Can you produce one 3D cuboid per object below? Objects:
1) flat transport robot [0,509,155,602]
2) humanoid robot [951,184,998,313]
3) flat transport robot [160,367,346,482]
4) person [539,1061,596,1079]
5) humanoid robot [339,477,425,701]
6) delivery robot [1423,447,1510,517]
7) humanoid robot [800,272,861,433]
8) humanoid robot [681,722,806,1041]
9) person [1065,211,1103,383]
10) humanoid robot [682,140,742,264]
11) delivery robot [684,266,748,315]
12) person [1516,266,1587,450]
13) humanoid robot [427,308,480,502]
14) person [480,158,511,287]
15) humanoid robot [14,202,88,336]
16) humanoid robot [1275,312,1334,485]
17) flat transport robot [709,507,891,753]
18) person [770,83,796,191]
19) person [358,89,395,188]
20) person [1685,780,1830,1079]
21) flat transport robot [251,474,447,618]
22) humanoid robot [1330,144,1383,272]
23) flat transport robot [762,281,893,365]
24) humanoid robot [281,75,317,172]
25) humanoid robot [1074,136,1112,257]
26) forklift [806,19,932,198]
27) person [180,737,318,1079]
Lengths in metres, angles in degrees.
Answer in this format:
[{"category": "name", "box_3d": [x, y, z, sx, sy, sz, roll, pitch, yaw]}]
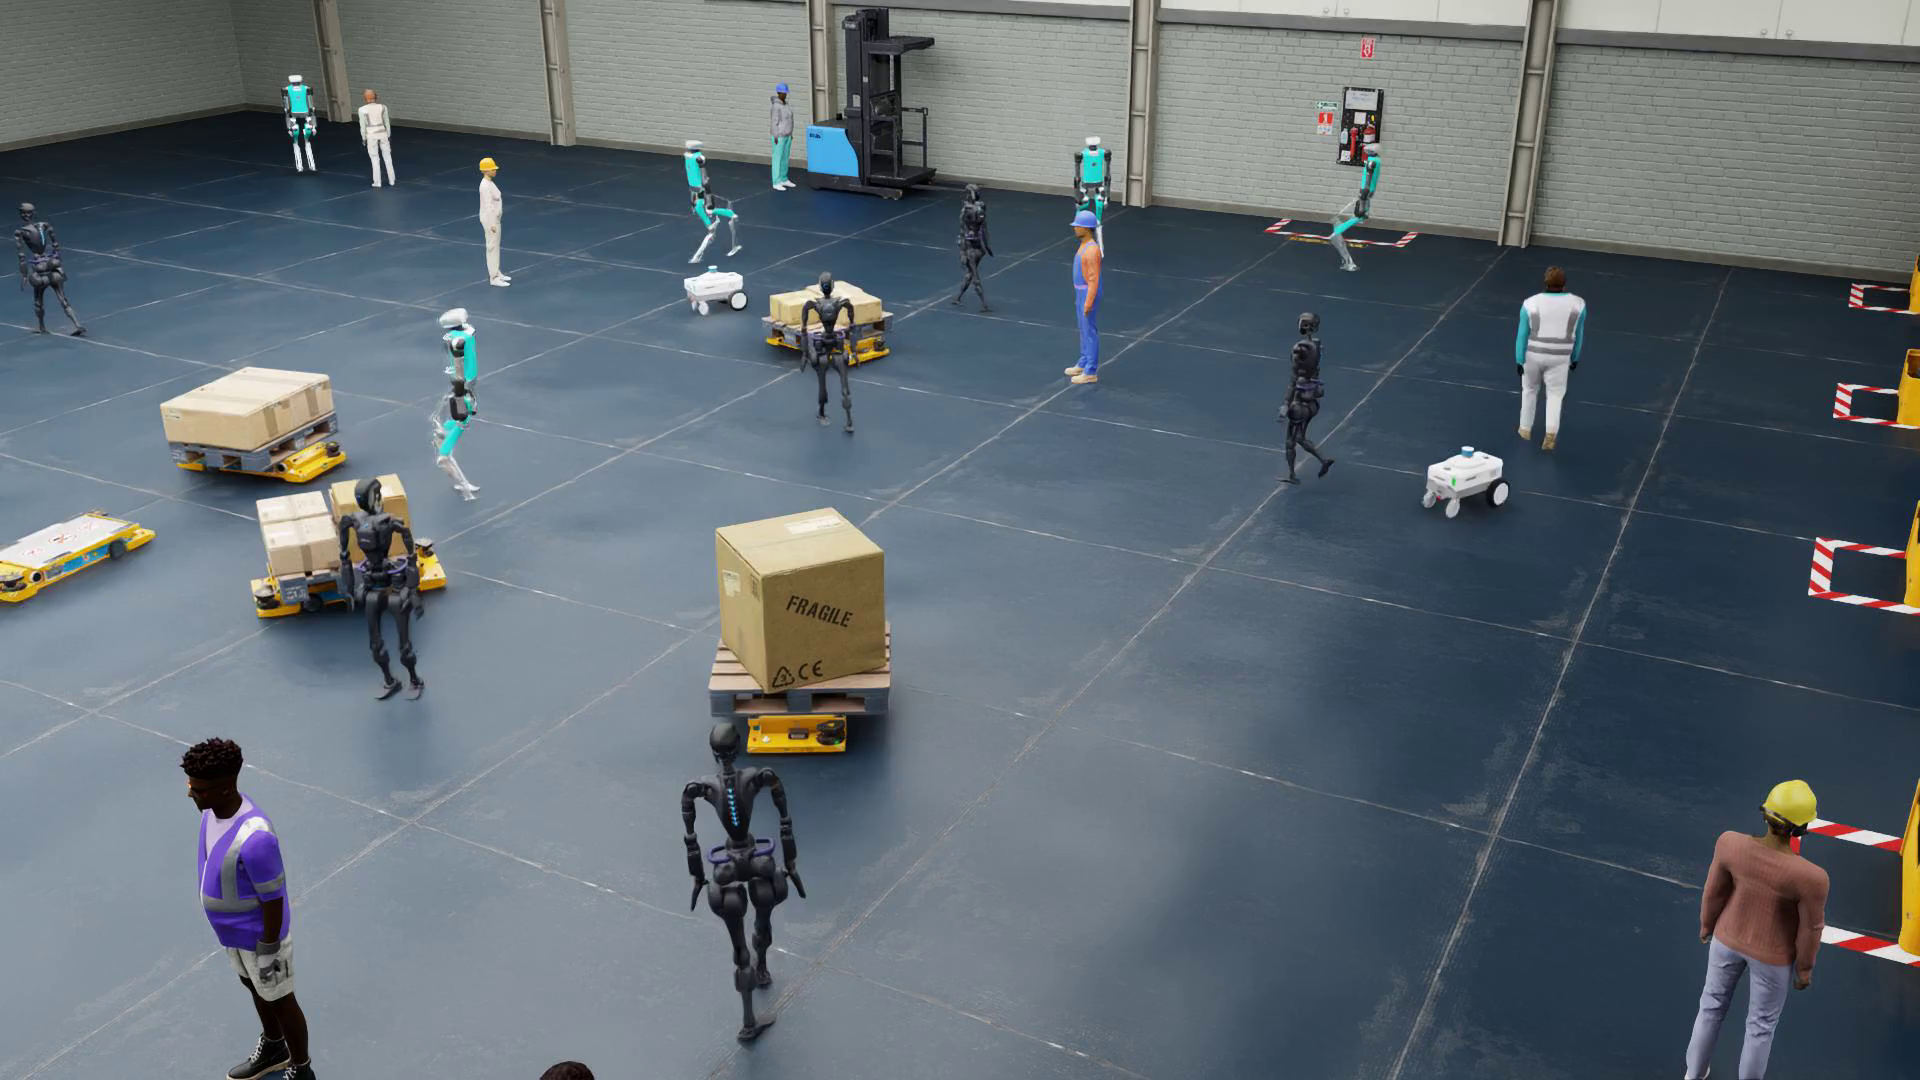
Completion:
[{"category": "flat transport robot", "box_3d": [-7.536, 0.120, 13.884, 0.659, 0.231, 1.431, 9, 25, 20]}, {"category": "humanoid robot", "box_3d": [0.196, -3.707, 21.072, 0.786, 1.629, 0.608, 15, 28, 32]}, {"category": "flat transport robot", "box_3d": [-6.751, -0.809, 16.047, 1.431, 0.231, 0.659, 7, 24, 15]}, {"category": "person", "box_3d": [-1.331, 2.641, 5.923, 0.388, 1.921, 0.593, 13, 27, 28]}, {"category": "humanoid robot", "box_3d": [-4.014, 0.340, 11.576, 0.590, 1.650, 0.331, 3, 23, 8]}, {"category": "delivery robot", "box_3d": [4.589, -0.548, 15.097, 0.814, 0.611, 0.499, -15, 28, -31]}, {"category": "humanoid robot", "box_3d": [-1.319, -1.911, 16.864, 0.615, 1.634, 0.571, -4, 24, -9]}, {"category": "humanoid robot", "box_3d": [-1.089, 1.703, 8.472, 0.594, 1.617, 0.669, -5, 24, -11]}, {"category": "person", "box_3d": [1.385, -2.676, 18.317, 0.372, 1.910, 0.514, -3, 23, -6]}, {"category": "humanoid robot", "box_3d": [-3.452, -4.784, 23.526, 1.040, 1.777, 0.536, -17, 29, -34]}, {"category": "delivery robot", "box_3d": [-3.121, -3.199, 21.236, 0.744, 0.584, 0.520, -13, 27, -28]}, {"category": "person", "box_3d": [5.780, -1.787, 16.366, 0.626, 1.813, 0.788, 6, 24, 14]}, {"category": "humanoid robot", "box_3d": [-4.668, -1.216, 15.123, 0.652, 1.792, 0.559, -2, 23, -5]}, {"category": "person", "box_3d": [-6.257, -4.259, 22.266, 0.310, 1.697, 0.481, -4, 24, -9]}, {"category": "humanoid robot", "box_3d": [-10.995, -3.241, 19.994, 0.788, 1.627, 0.598, 9, 25, 20]}, {"category": "humanoid robot", "box_3d": [3.222, -1.282, 15.376, 0.515, 1.644, 0.614, 17, 28, 34]}, {"category": "flat transport robot", "box_3d": [-1.088, 1.069, 11.674, 0.659, 0.231, 1.431, -1, 23, -1]}, {"category": "person", "box_3d": [-3.015, -6.847, 28.196, 0.357, 1.775, 0.534, 10, 25, 22]}, {"category": "person", "box_3d": [-9.950, -6.846, 28.366, 0.514, 1.636, 0.313, -16, 28, -32]}, {"category": "person", "box_3d": [3.749, 1.906, 7.827, 0.316, 1.767, 0.533, -21, 31, -39]}, {"category": "flat transport robot", "box_3d": [-4.972, 0.287, 13.495, 1.431, 0.231, 0.659, -11, 26, -24]}, {"category": "humanoid robot", "box_3d": [5.402, -4.591, 22.917, 0.723, 1.734, 0.531, 9, 25, 21]}, {"category": "flat transport robot", "box_3d": [-1.564, -2.339, 19.608, 1.431, 0.231, 0.659, 20, 30, 39]}, {"category": "humanoid robot", "box_3d": [-11.588, -7.336, 29.211, 0.533, 1.677, 0.735, -11, 25, -23]}, {"category": "humanoid robot", "box_3d": [1.836, -4.869, 23.727, 0.554, 1.843, 0.784, -3, 23, -7]}, {"category": "forklift", "box_3d": [-1.573, -7.292, 27.850, 1.873, 2.768, 1.129, 12, 26, 25]}, {"category": "person", "box_3d": [-3.350, 1.801, 7.822, 0.368, 1.966, 0.602, -21, 31, -40]}]
